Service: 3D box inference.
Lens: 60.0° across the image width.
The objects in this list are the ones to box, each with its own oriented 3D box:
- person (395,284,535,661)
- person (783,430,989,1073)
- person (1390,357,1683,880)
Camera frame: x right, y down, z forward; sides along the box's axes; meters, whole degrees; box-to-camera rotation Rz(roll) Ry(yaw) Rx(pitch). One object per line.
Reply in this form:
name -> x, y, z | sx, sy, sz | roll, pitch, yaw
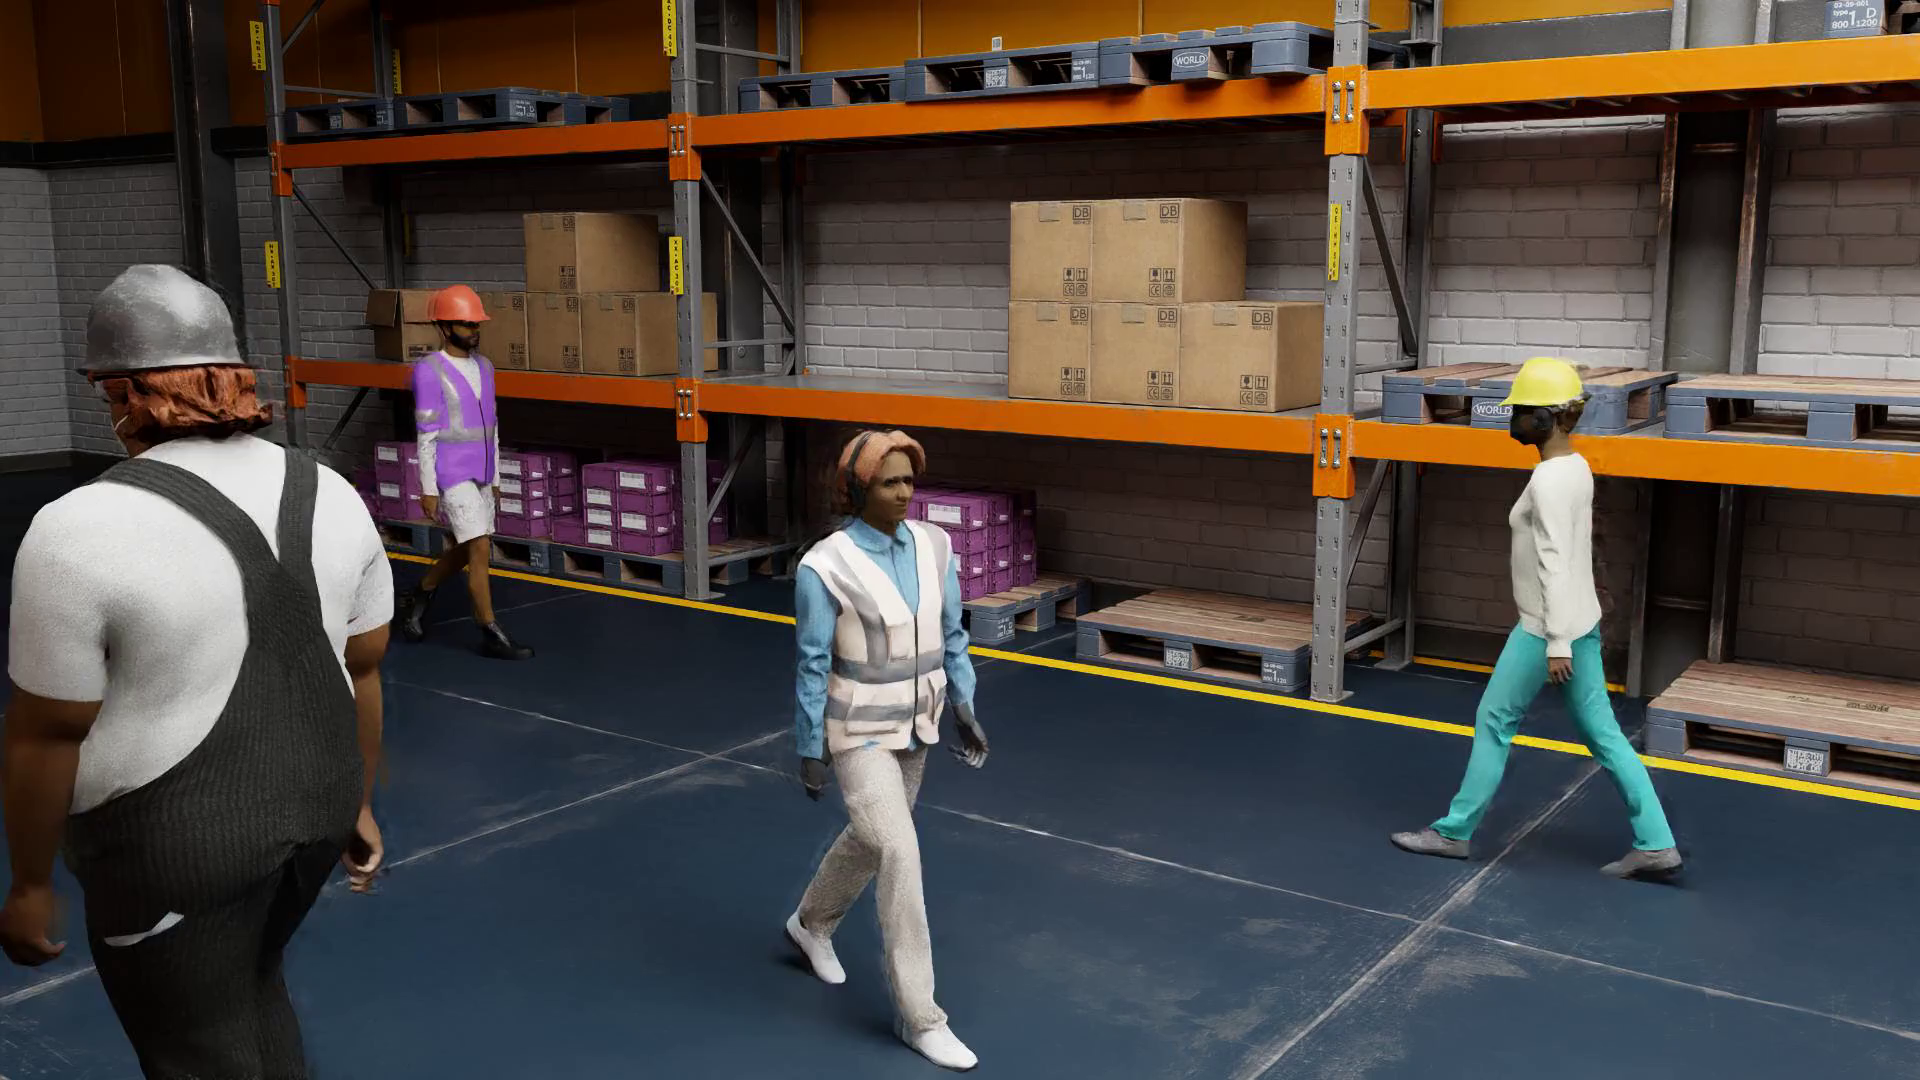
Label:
person -> -2.591, -0.346, 8.507 | 0.863, 1.914, 0.546 | 4, 10, 22
person -> -0.240, 0.494, 4.384 | 0.826, 1.604, 0.513 | 8, 13, 41
person -> 1.954, 0.264, 5.438 | 0.916, 1.720, 0.540 | 6, 11, 31
